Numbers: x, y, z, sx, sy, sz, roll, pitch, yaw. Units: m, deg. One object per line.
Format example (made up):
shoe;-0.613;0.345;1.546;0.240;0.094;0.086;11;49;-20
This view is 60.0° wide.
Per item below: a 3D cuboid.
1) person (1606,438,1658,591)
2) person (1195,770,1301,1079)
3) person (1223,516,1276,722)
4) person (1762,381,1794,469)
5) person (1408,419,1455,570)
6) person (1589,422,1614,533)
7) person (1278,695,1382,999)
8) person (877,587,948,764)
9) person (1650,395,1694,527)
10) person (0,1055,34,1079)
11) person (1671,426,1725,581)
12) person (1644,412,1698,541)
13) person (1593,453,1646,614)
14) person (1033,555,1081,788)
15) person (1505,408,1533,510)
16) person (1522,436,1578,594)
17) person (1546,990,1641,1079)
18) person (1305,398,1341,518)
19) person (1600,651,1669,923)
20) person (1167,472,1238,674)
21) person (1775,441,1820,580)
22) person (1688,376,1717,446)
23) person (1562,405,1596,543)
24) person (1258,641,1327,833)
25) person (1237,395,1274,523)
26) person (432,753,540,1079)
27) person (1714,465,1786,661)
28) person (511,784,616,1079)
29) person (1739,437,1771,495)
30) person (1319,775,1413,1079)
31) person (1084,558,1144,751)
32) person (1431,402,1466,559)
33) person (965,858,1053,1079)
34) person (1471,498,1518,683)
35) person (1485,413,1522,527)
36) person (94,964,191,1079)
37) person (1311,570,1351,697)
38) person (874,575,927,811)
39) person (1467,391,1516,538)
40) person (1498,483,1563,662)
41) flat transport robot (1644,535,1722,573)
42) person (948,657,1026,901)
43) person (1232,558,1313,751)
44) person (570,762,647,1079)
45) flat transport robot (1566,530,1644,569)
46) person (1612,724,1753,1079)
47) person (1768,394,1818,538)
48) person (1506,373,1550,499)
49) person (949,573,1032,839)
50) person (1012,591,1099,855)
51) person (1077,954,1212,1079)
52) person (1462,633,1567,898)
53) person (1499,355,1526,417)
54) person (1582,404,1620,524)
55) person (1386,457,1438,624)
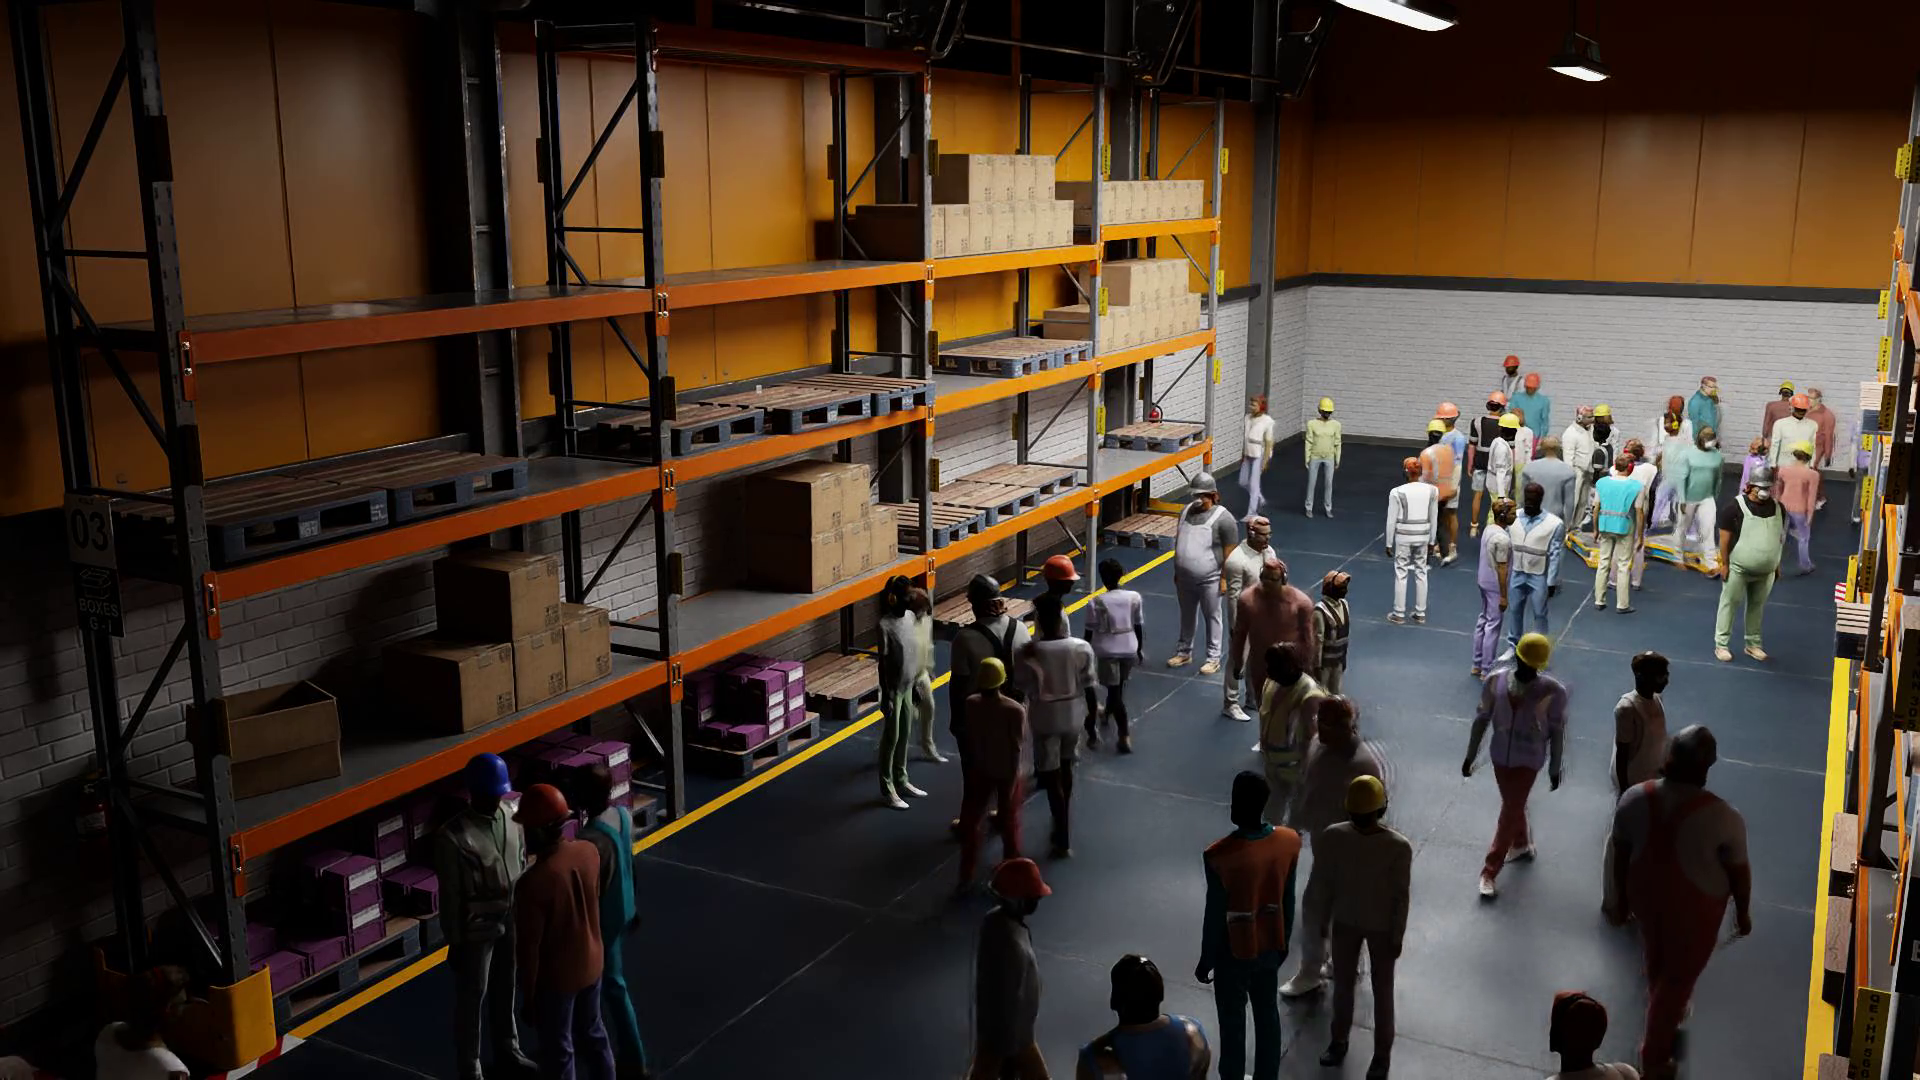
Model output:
person;7.996;-0.292;19.853;0.567;1.847;0.389;1;13;3
person;1.520;2.143;8.793;0.594;1.919;0.388;-7;14;-29
person;2.695;0.711;15.265;0.641;1.898;0.398;-11;17;-41
person;12.786;-1.597;25.910;0.535;1.755;0.342;6;14;25
person;5.954;-0.548;20.892;0.729;1.903;0.478;-10;16;-37
person;8.538;-0.732;22.181;0.320;1.694;0.533;9;15;35
person;2.185;1.854;10.174;0.777;1.878;0.660;-3;13;-12
person;-0.431;1.143;13.976;0.523;1.598;0.549;8;15;32
person;10.060;-1.111;23.488;0.522;1.867;0.587;-7;14;-29
person;-3.850;2.643;6.416;0.441;1.973;0.641;10;16;37
person;9.133;-0.464;20.532;0.647;1.886;0.989;0;13;-1
person;9.503;-0.824;22.329;1.018;1.807;0.487;2;13;7
person;7.464;-0.076;18.897;0.568;1.840;0.374;12;17;42
person;0.786;1.064;13.577;0.371;1.935;0.551;0;13;0
person;7.942;-1.084;23.900;0.510;1.631;0.323;9;15;34
person;6.953;-0.281;19.672;0.631;1.902;0.719;7;14;28
person;2.381;2.664;6.539;0.575;1.882;0.359;-5;14;-23
person;5.241;-1.178;24.028;0.529;1.761;0.338;0;13;1
person;4.569;1.639;11.211;0.508;1.847;0.345;-12;17;-43
person;2.389;0.325;16.655;0.672;2.000;0.536;12;17;42
person;10.290;-0.365;20.441;0.884;1.723;0.541;-10;16;-39
person;11.328;-1.556;25.402;0.399;1.899;0.643;12;17;42
person;8.330;-0.880;22.384;0.654;1.897;0.403;-12;17;-43
person;2.394;1.568;11.658;0.831;1.807;0.635;-7;14;-27
person;4.218;-1.172;23.811;0.541;1.831;0.597;-7;14;-29
person;-2.552;2.074;9.038;0.407;1.942;0.615;7;15;30
person;8.128;0.240;17.033;0.674;2.000;0.537;-1;13;-4
person;-2.045;2.189;8.458;0.429;1.984;0.613;6;14;27
person;10.159;-0.511;21.325;0.320;1.631;0.523;1;13;6
person;2.228;2.129;9.222;0.518;1.756;0.347;8;15;32
person;1.318;0.969;14.639;0.542;1.639;0.892;-5;14;-22
person;6.295;-0.771;21.589;0.400;2.039;0.610;-2;13;-9
person;0.333;2.371;8.227;0.866;1.704;0.590;-3;13;-12
person;5.264;0.490;16.355;0.325;1.843;0.517;0;13;-2
person;6.980;-0.681;21.438;0.398;1.920;0.586;3;13;15
person;-3.308;2.619;6.868;0.594;1.821;0.459;10;16;38
person;3.169;1.059;14.298;0.313;1.634;0.514;11;17;41
person;-0.469;1.187;13.171;0.328;1.876;0.513;7;14;27
person;7.241;-1.013;22.686;0.613;2.029;0.407;6;14;25
person;5.782;0.347;16.863;0.591;1.908;0.405;12;17;43
flat transport robot;9.333;0.155;21.410;0.652;0.197;1.431;-6;14;-25
person;0.189;1.650;11.430;0.518;1.731;0.714;7;14;29
person;2.656;1.007;14.064;0.660;1.856;0.839;7;14;27
person;-2.031;2.101;9.233;0.595;1.839;0.524;3;13;15
flat transport robot;8.363;0.114;21.595;0.652;0.197;1.431;2;13;7
person;4.083;1.969;9.295;0.969;2.000;0.693;-9;16;-36
person;11.392;-1.015;22.758;0.622;1.991;0.389;0;13;2
person;8.764;-1.637;25.717;0.637;1.937;1.092;10;16;37
person;0.186;1.234;12.585;0.681;2.000;0.535;-8;15;-32
person;0.674;1.320;12.428;0.611;1.925;0.810;-4;13;-16
person;0.726;2.595;6.939;0.619;1.845;0.430;-6;14;-25
person;3.914;1.520;11.726;0.642;1.856;1.009;11;17;41
person;9.280;-2.157;28.049;0.423;1.924;0.560;-6;14;-26
person;9.058;-1.060;23.553;0.486;1.736;0.318;11;16;40
person;4.993;0.012;18.430;0.584;1.879;0.359;-2;13;-8
